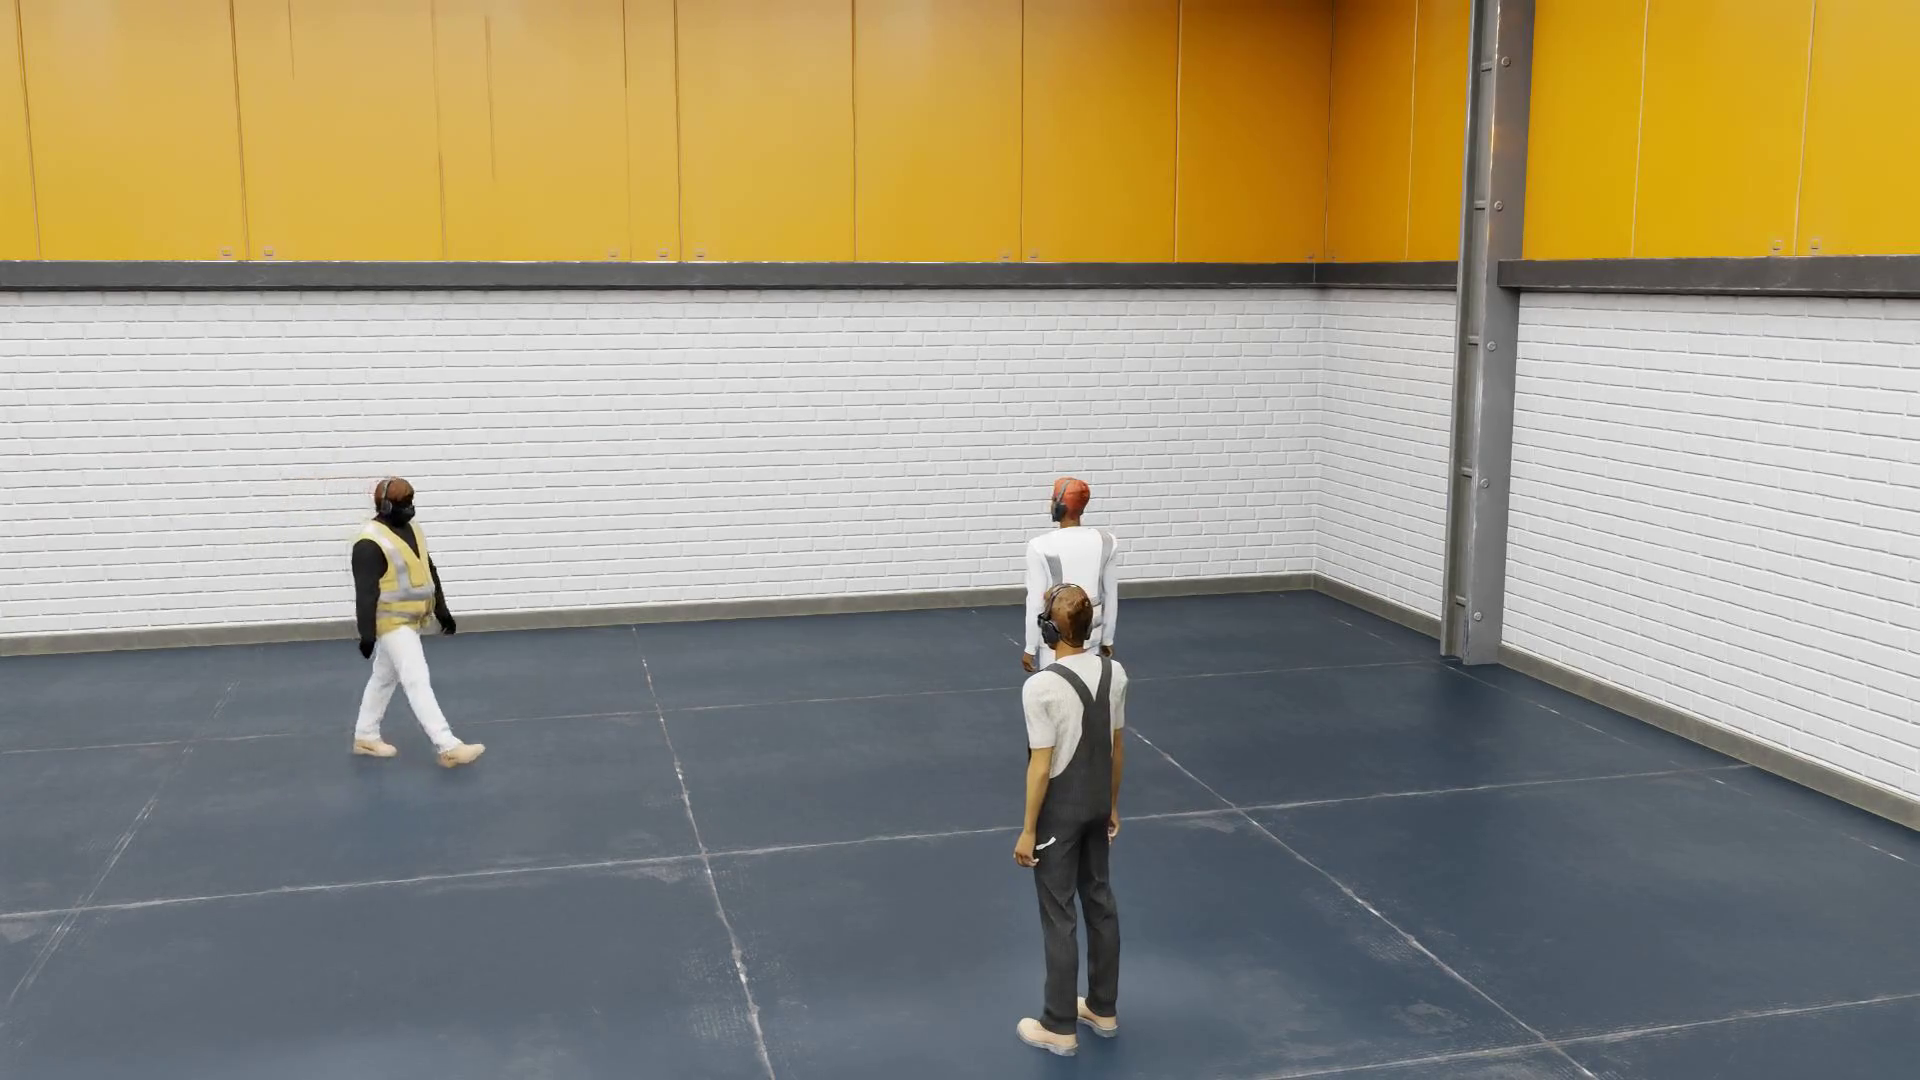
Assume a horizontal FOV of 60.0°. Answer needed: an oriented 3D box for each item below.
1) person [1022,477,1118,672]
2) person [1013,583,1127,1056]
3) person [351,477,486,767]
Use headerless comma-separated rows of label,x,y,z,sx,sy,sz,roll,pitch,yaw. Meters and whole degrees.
person,0.625,0.576,9.508,0.584,1.883,0.344,-4,10,-24
person,0.430,1.080,6.491,0.517,1.843,0.326,-8,12,-40
person,-3.413,0.501,10.271,0.964,1.792,0.621,1,9,7
